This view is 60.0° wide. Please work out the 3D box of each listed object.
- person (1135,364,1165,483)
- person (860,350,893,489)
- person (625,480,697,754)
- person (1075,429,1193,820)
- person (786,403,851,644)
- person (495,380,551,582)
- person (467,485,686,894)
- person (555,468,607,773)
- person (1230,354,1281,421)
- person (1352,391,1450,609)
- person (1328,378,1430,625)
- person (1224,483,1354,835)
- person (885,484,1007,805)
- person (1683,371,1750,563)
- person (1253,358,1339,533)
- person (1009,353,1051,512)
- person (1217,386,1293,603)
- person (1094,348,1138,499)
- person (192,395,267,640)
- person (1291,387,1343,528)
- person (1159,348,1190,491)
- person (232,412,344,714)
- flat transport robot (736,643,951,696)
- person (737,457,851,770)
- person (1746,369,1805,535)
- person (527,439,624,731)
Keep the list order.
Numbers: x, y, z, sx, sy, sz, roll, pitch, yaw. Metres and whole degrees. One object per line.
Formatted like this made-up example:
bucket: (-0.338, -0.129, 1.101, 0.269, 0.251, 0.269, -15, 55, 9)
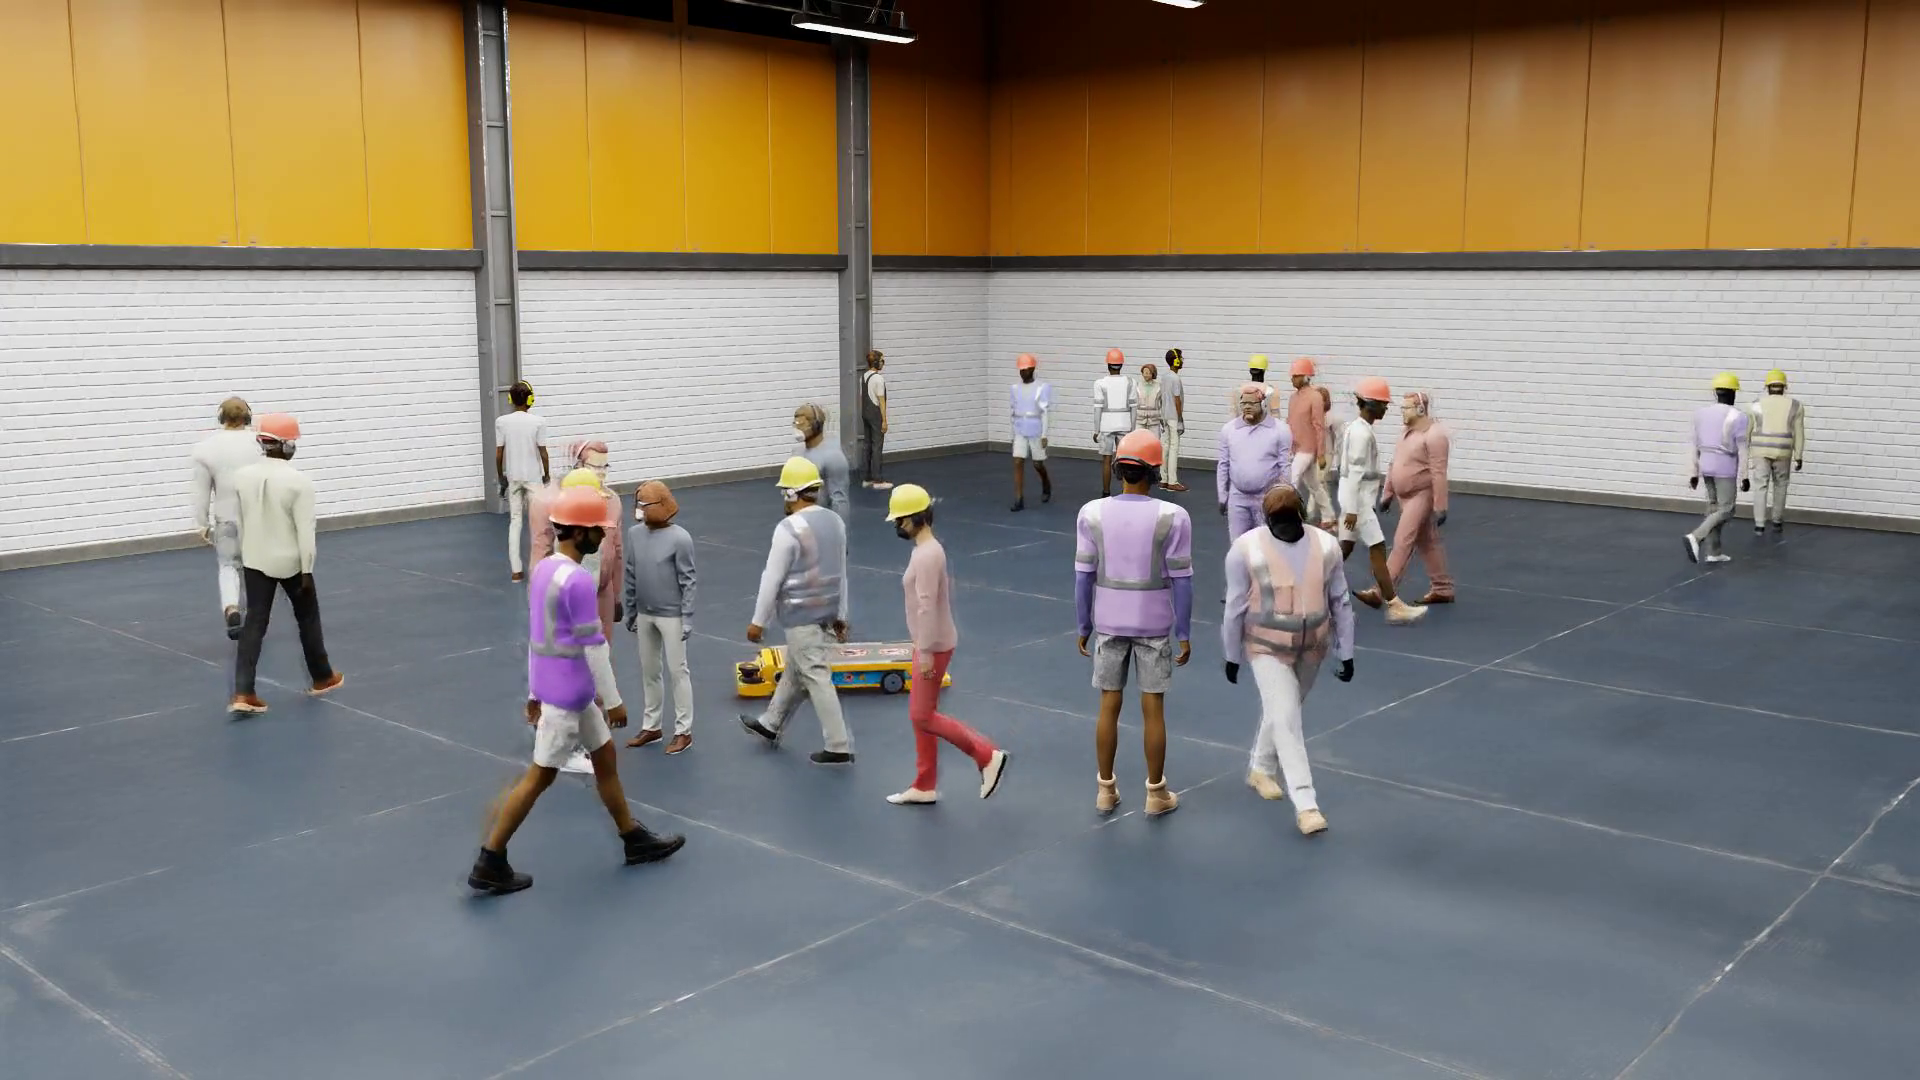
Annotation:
person: (2.563, -1.587, 22.693, 0.514, 1.636, 0.314, 1, 9, 7)
person: (-1.129, -1.592, 22.070, 0.345, 1.846, 0.506, -7, 11, -37)
person: (-1.785, 0.455, 9.876, 0.503, 1.631, 0.283, 6, 11, 32)
person: (0.914, 0.438, 8.702, 0.616, 2.041, 0.379, 3, 10, 18)
person: (-1.052, -0.028, 12.005, 0.456, 1.924, 0.625, -5, 10, -30)
person: (-4.019, -0.536, 15.356, 0.520, 1.874, 0.332, 1, 9, 6)
person: (-1.828, 0.685, 7.703, 1.048, 1.881, 0.534, -4, 10, -24)
person: (-2.170, 0.453, 9.553, 0.325, 1.740, 0.493, -1, 9, -7)
person: (3.404, -1.174, 19.184, 0.589, 1.927, 0.386, 4, 10, 25)
person: (3.791, -0.339, 14.158, 0.996, 1.850, 0.676, -2, 9, -10)
person: (3.383, -0.304, 13.488, 0.988, 1.997, 0.629, 2, 9, 11)
person: (1.714, 0.581, 8.671, 0.648, 1.773, 0.993, -2, 9, -15)
person: (-0.102, 0.570, 8.814, 0.602, 1.732, 0.569, 0, 9, 1)
person: (7.350, -0.689, 16.212, 0.700, 1.905, 0.601, -4, 10, -23)
person: (3.703, -0.994, 18.012, 1.051, 1.942, 0.639, -2, 9, -13)
person: (0.866, -1.317, 20.144, 0.551, 1.917, 0.757, 4, 10, 25)
person: (2.513, -0.376, 14.279, 0.649, 1.899, 0.395, 5, 10, 27)
person: (1.901, -1.382, 20.446, 0.542, 1.943, 0.350, -1, 9, -6)
person: (-5.507, -0.145, 12.750, 0.633, 1.922, 0.640, -3, 10, -20)
person: (3.916, -0.893, 18.430, 0.827, 1.595, 0.524, -6, 11, -35)
person: (2.820, -1.579, 21.897, 0.328, 1.877, 0.513, -3, 10, -18)
person: (-4.482, 0.140, 10.893, 0.617, 1.953, 1.019, 1, 9, 9)
flat transport robot: (-0.818, 0.877, 11.490, 1.431, 0.197, 0.652, -1, 9, -9)
person: (-0.980, 0.411, 9.667, 0.914, 1.785, 0.593, 4, 10, 26)
person: (8.928, -0.973, 18.307, 0.622, 1.801, 0.783, 4, 10, 23)
person: (-2.298, 0.326, 9.922, 0.536, 1.879, 0.674, 8, 12, 41)
